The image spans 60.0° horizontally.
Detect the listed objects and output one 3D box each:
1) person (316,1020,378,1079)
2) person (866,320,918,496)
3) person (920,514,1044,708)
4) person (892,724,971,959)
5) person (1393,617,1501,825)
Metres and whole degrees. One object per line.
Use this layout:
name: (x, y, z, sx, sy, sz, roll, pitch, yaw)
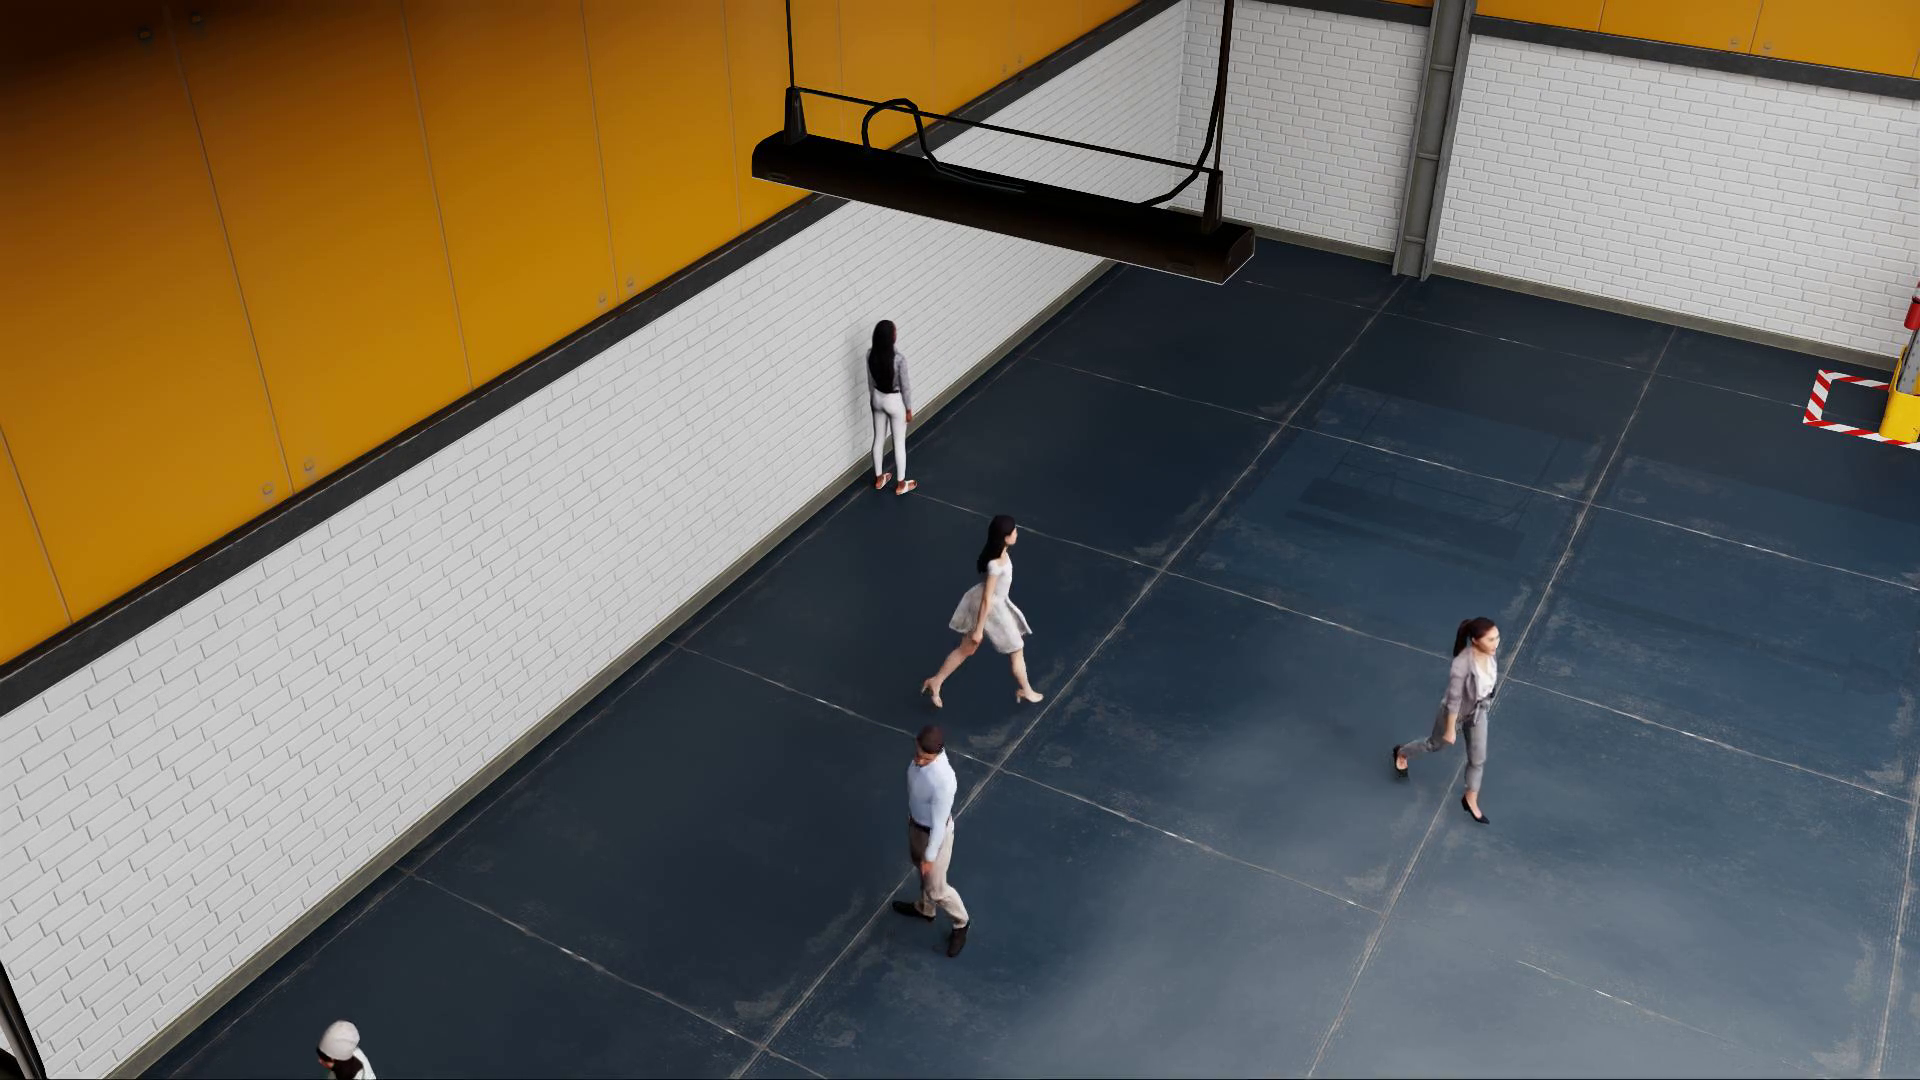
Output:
person: (-3.123, 3.108, 8.861, 0.863, 1.639, 0.892, -20, 39, -28)
person: (-0.655, -1.229, 15.311, 0.447, 1.723, 0.648, 19, 38, 26)
person: (0.144, 0.614, 12.547, 1.259, 1.713, 1.052, 3, 34, 4)
person: (-0.206, 1.822, 10.624, 0.945, 1.830, 0.877, -1, 34, -1)
person: (3.459, 1.199, 11.733, 0.876, 1.641, 1.169, -23, 40, -30)
